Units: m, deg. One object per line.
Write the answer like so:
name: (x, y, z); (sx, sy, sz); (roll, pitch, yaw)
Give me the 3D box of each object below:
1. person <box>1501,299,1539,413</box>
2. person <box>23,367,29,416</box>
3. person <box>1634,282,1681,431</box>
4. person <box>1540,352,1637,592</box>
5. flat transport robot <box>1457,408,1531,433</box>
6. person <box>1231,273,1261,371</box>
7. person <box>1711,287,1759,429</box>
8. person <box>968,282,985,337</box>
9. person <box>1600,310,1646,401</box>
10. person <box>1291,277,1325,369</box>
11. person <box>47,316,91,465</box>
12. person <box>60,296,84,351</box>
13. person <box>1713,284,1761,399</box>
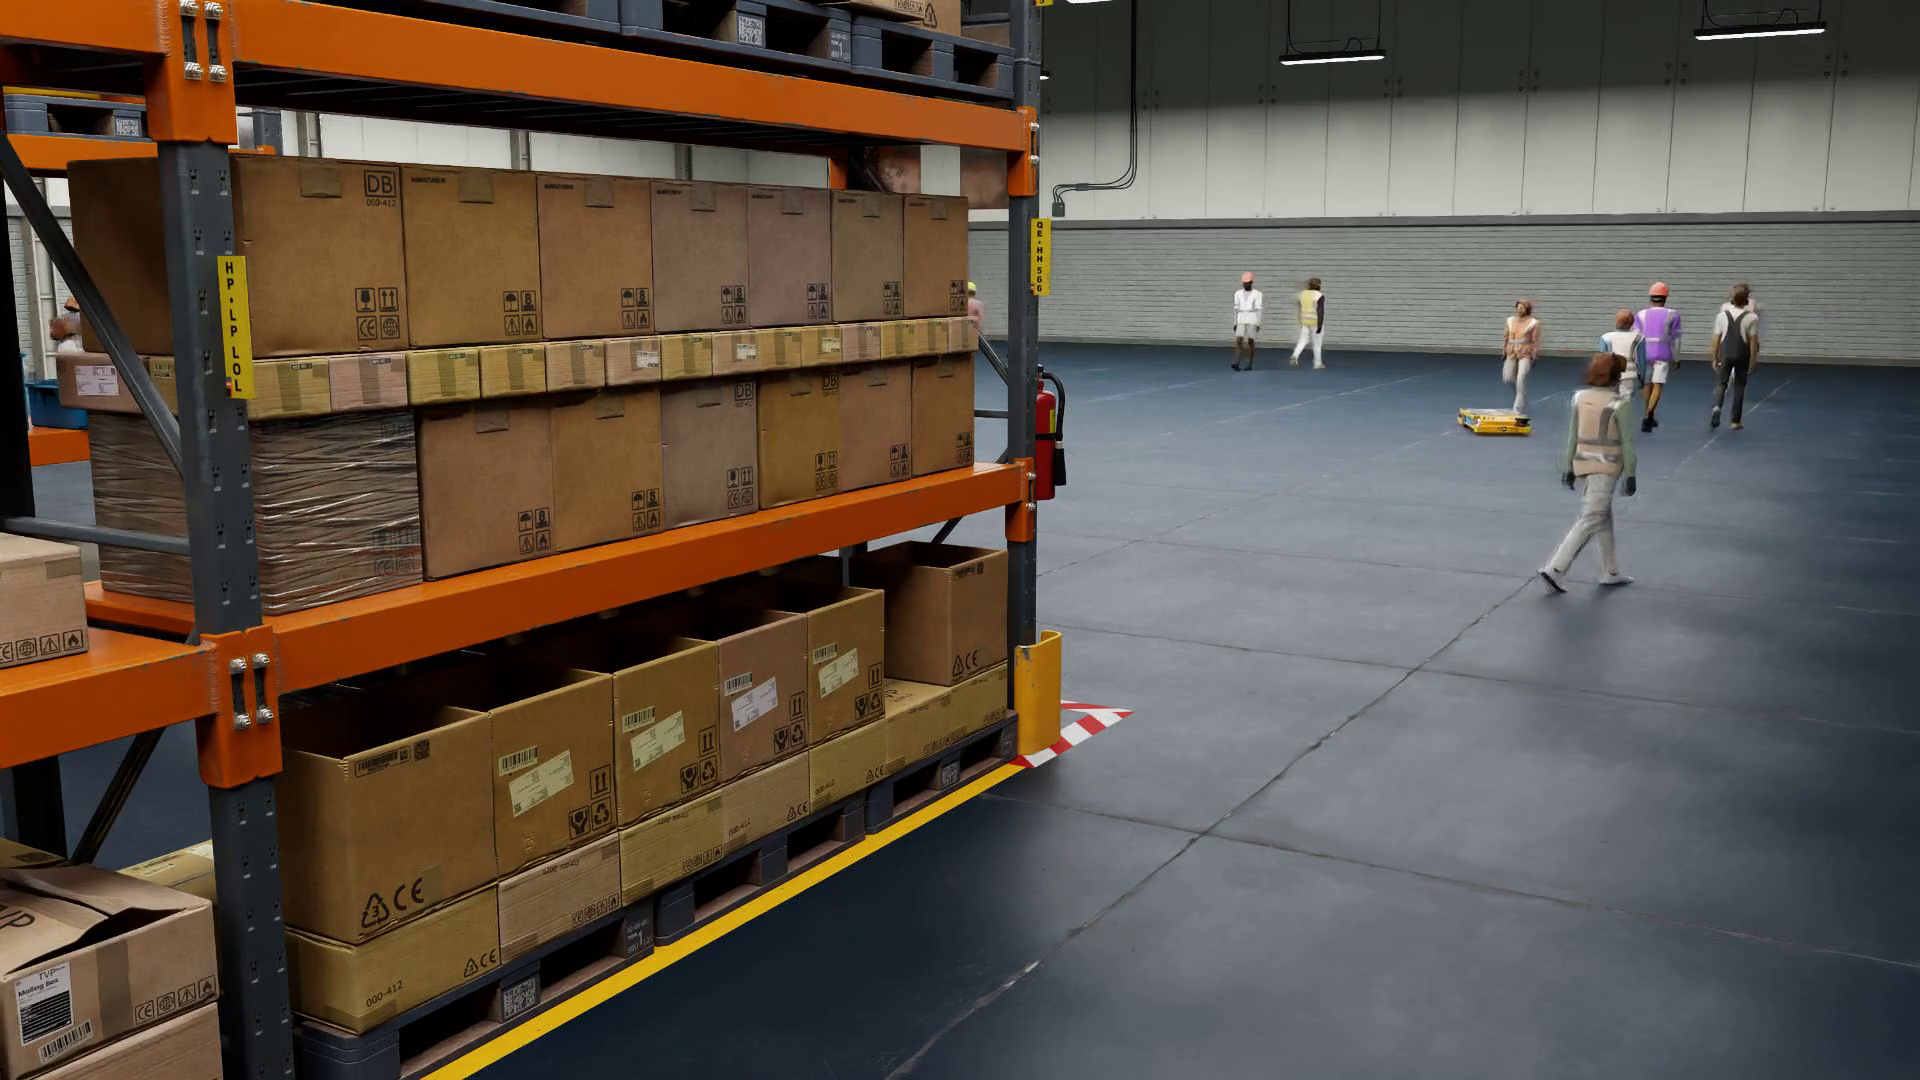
person: (7.941, -2.598, 23.543); (0.541, 1.622, 0.446); (9, 14, 44)
person: (-7.609, -0.864, 13.087); (0.507, 1.723, 0.592); (-2, 10, -11)
person: (8.894, -2.346, 21.304); (0.545, 1.907, 0.908); (7, 12, 37)
person: (4.217, -0.450, 11.058); (0.829, 1.603, 0.528); (-4, 10, -20)
flat transport robot: (6.844, -1.542, 21.341); (0.652, 0.197, 1.431); (1, 10, 7)
person: (5.529, -4.214, 32.218); (0.569, 1.896, 0.930); (4, 11, 24)
person: (9.927, -2.315, 21.304); (0.535, 1.831, 0.623); (8, 12, 38)
person: (0.210, -3.879, 30.698); (0.551, 1.740, 0.712); (3, 10, 20)
person: (7.785, -1.904, 19.584); (0.530, 1.598, 0.849); (4, 11, 24)
person: (6.878, -4.258, 32.698); (0.762, 1.825, 0.617); (-8, 13, -40)
person: (-9.558, -1.593, 17.783); (0.872, 1.579, 0.522); (-4, 10, -20)
person: (-13.350, -2.875, 25.160); (0.499, 1.633, 0.288); (2, 10, 11)
person: (12.163, -3.118, 26.133); (0.644, 1.792, 0.949); (-1, 10, -7)
